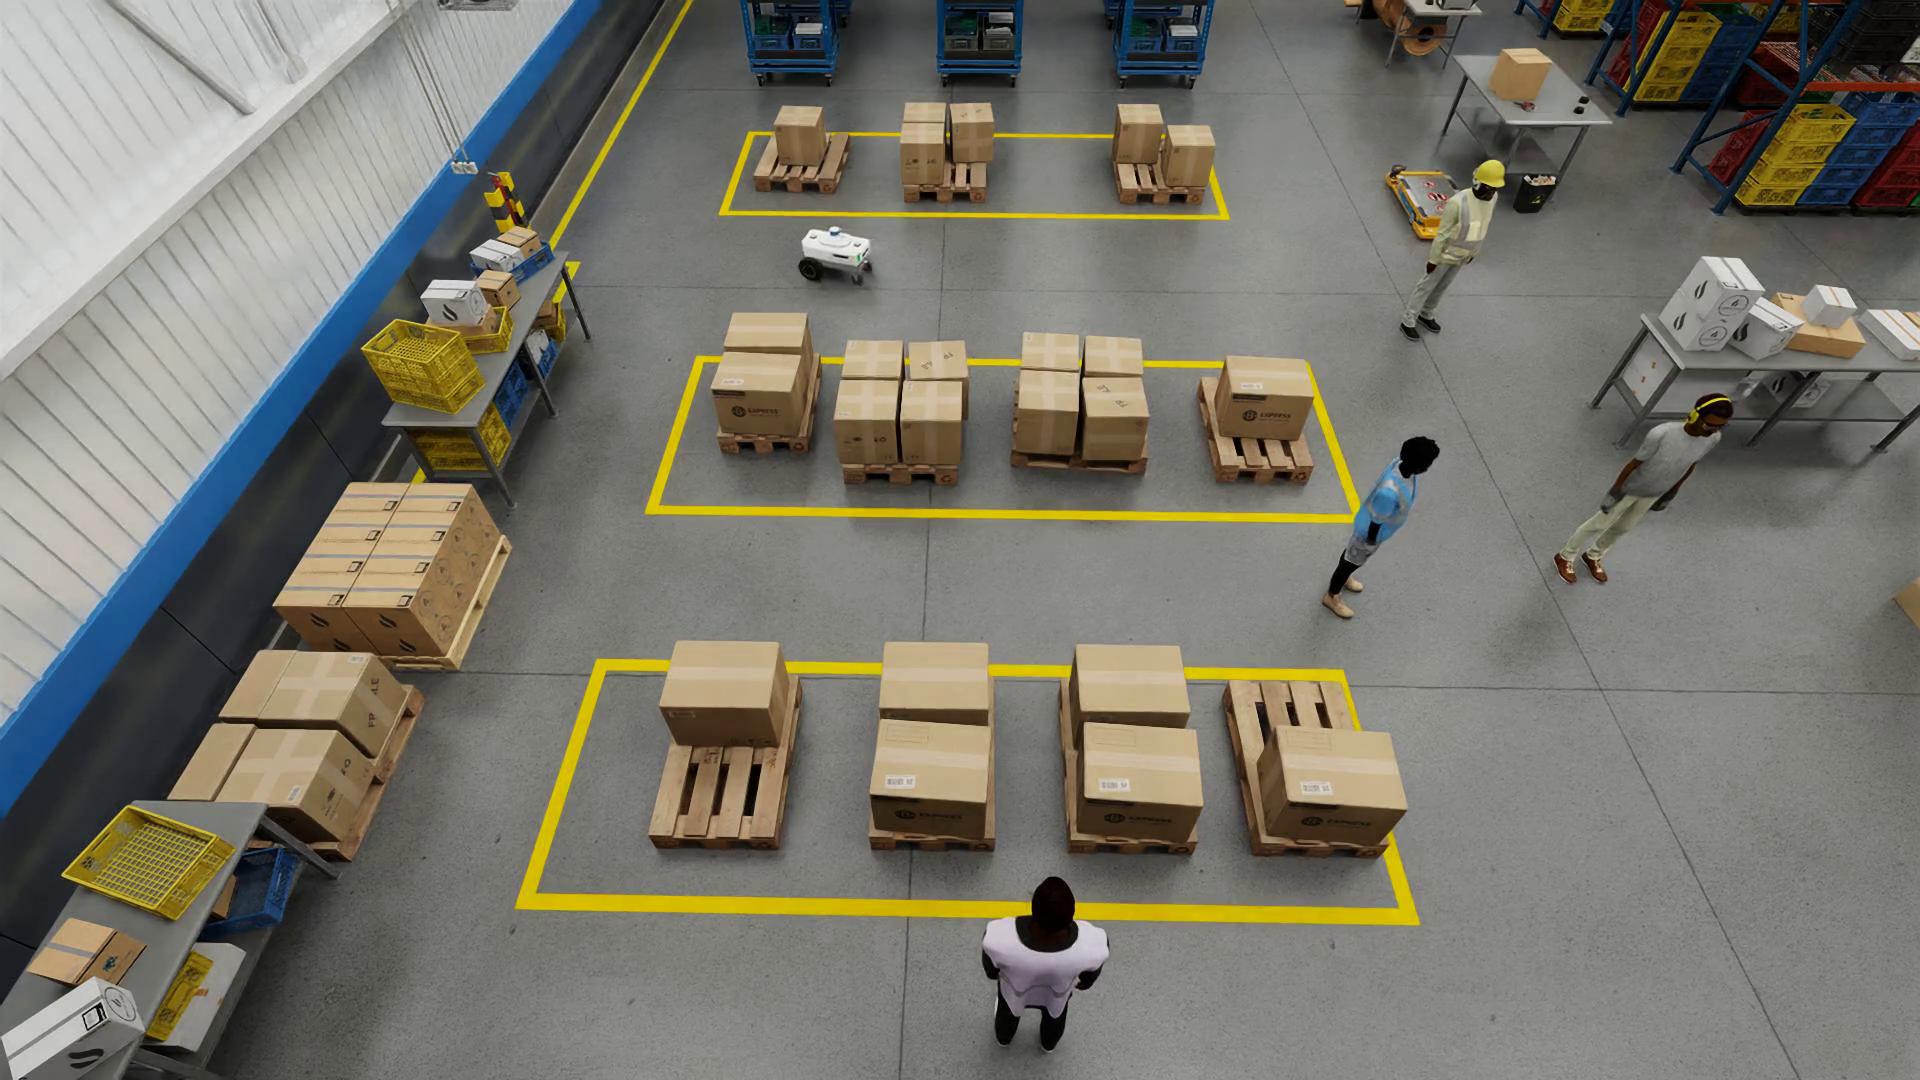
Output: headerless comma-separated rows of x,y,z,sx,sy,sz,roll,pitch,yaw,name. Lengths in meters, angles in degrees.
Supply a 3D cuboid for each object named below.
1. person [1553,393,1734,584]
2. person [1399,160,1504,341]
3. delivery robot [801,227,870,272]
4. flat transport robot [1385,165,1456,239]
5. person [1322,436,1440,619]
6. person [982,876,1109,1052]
5.043,-0.352,6.780,0.502,1.861,0.328,2,49,2,person
4.806,-2.802,8.914,0.589,1.834,0.403,-21,52,-17,person
-1.351,-3.184,10.025,0.707,0.478,0.477,14,50,11,delivery robot
5.692,-4.094,11.059,0.652,0.197,1.431,1,49,1,flat transport robot
3.034,-0.107,6.674,0.320,1.691,0.531,26,54,21,person
0.392,2.176,4.559,0.585,1.911,0.393,1,49,1,person
